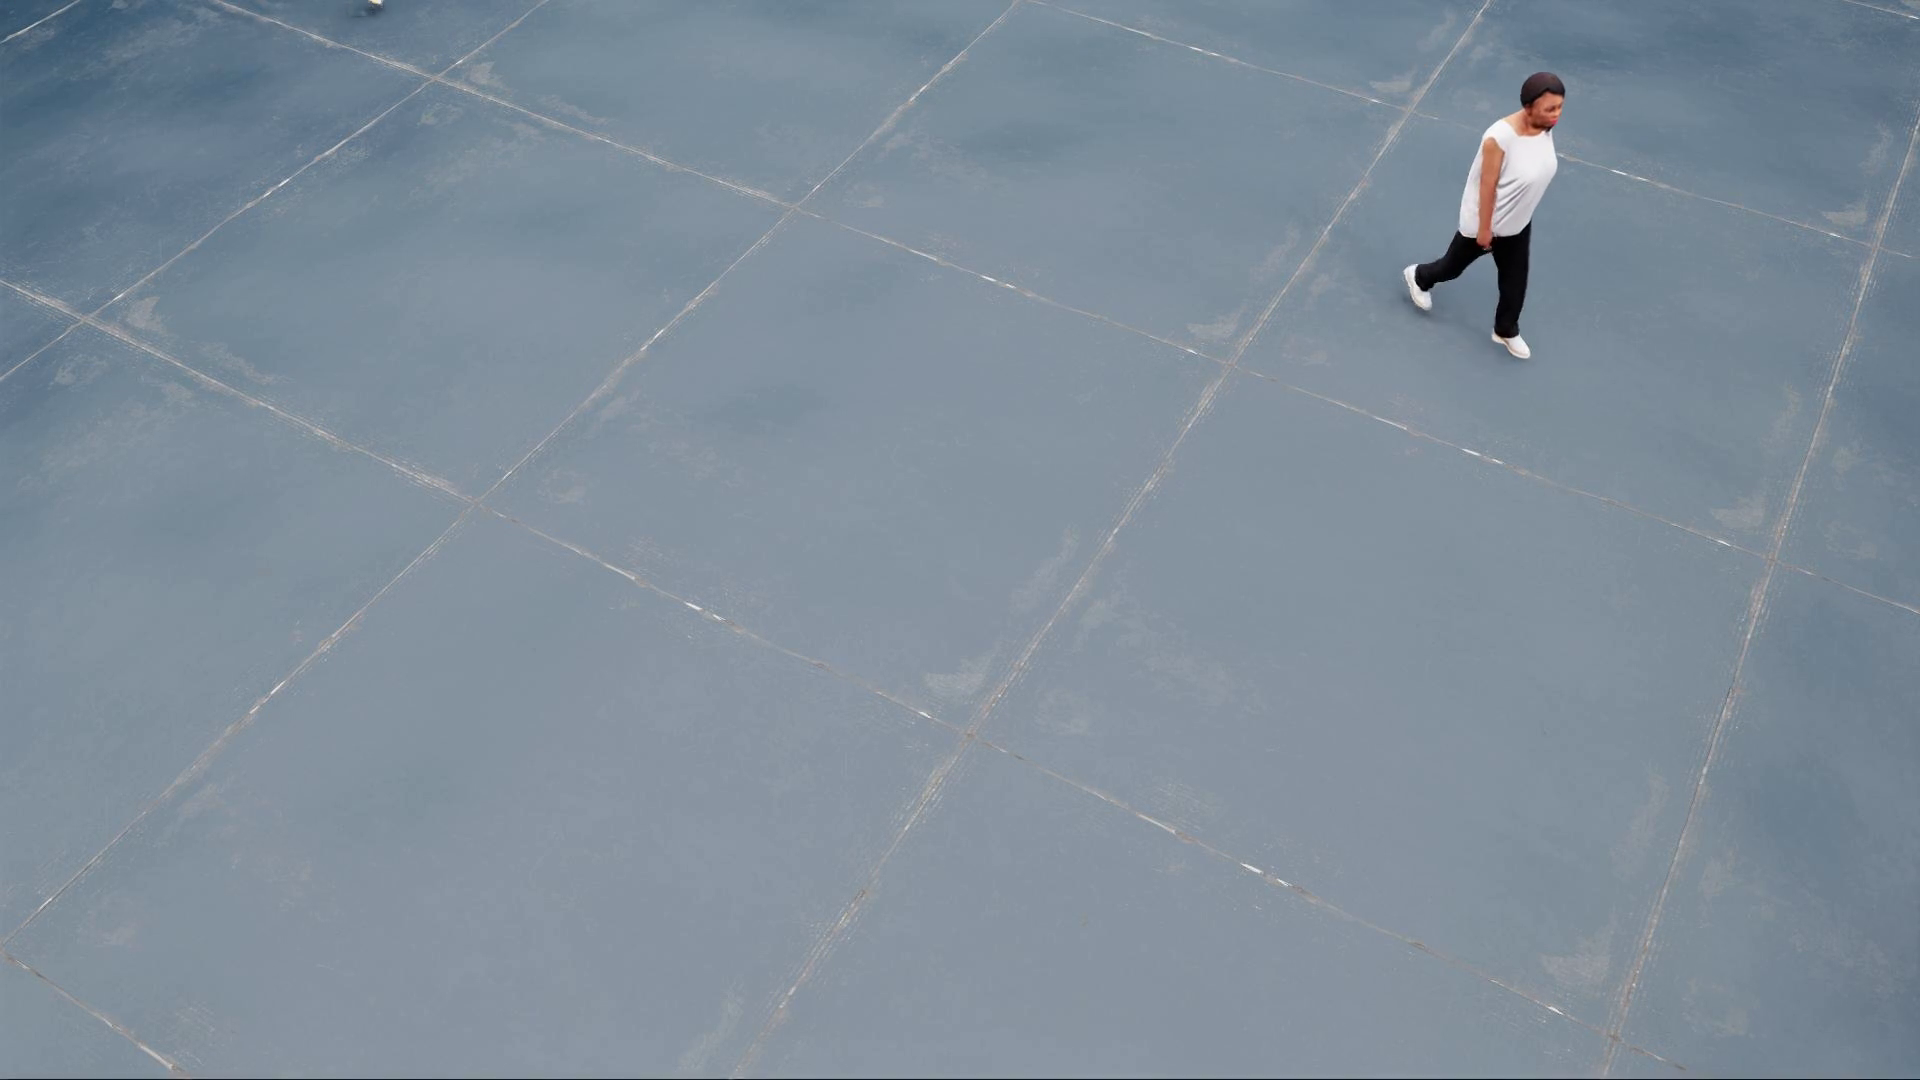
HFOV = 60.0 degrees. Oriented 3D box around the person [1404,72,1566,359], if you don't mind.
[{"bbox_3d":[2.908,-1.817,9.119,0.980,1.657,1.195,-24,52,-21],"label":"person"}]
